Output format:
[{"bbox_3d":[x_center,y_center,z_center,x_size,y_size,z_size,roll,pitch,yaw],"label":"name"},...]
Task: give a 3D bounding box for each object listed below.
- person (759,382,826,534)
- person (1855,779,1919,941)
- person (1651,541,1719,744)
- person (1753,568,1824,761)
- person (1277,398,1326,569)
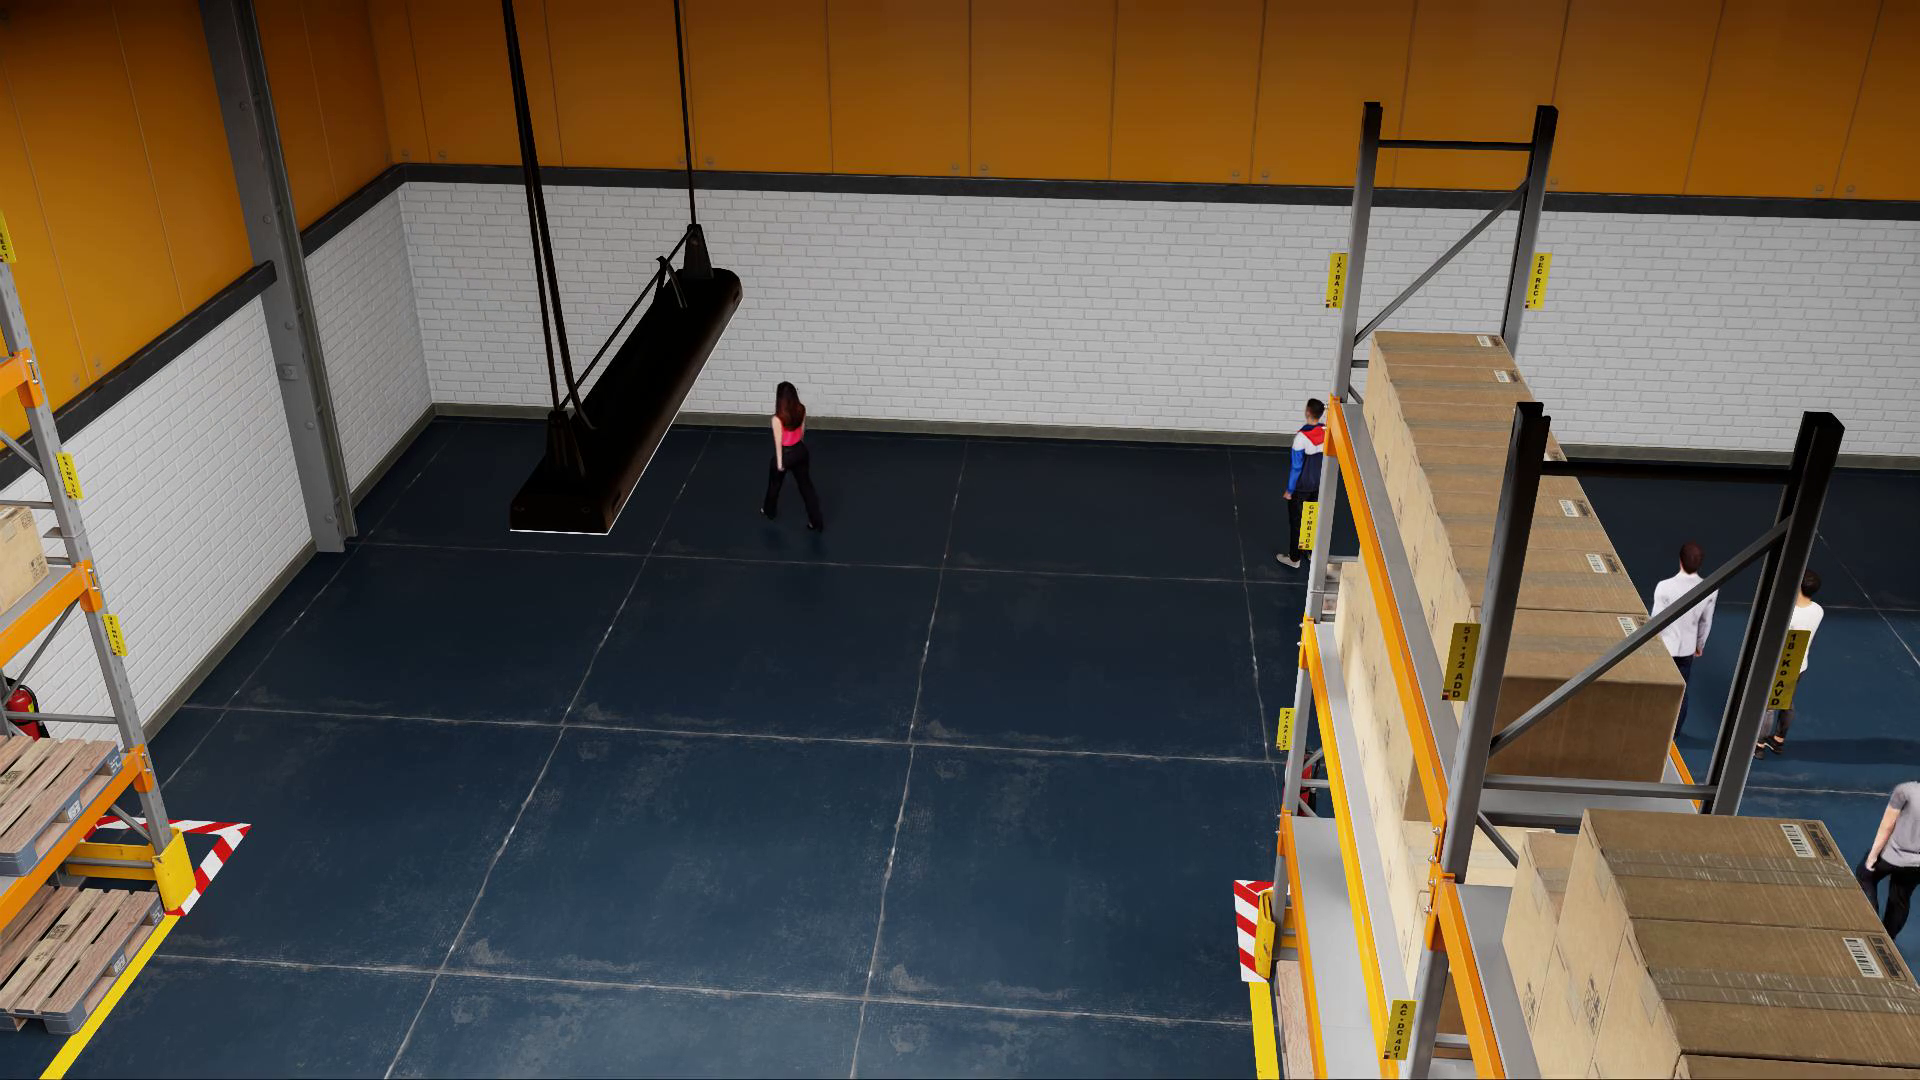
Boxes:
[{"bbox_3d":[-1.666,-0.799,16.928,1.087,1.613,1.099,-25,37,-38],"label":"person"},{"bbox_3d":[6.440,2.193,11.310,0.627,1.740,0.667,3,29,5],"label":"person"},{"bbox_3d":[5.844,0.860,13.642,0.699,1.848,0.583,0,29,-1],"label":"person"},{"bbox_3d":[6.709,1.002,13.517,0.692,1.718,0.700,-13,31,-23],"label":"person"},{"bbox_3d":[3.411,-0.571,16.360,0.719,1.757,0.741,-16,33,-27],"label":"person"}]
